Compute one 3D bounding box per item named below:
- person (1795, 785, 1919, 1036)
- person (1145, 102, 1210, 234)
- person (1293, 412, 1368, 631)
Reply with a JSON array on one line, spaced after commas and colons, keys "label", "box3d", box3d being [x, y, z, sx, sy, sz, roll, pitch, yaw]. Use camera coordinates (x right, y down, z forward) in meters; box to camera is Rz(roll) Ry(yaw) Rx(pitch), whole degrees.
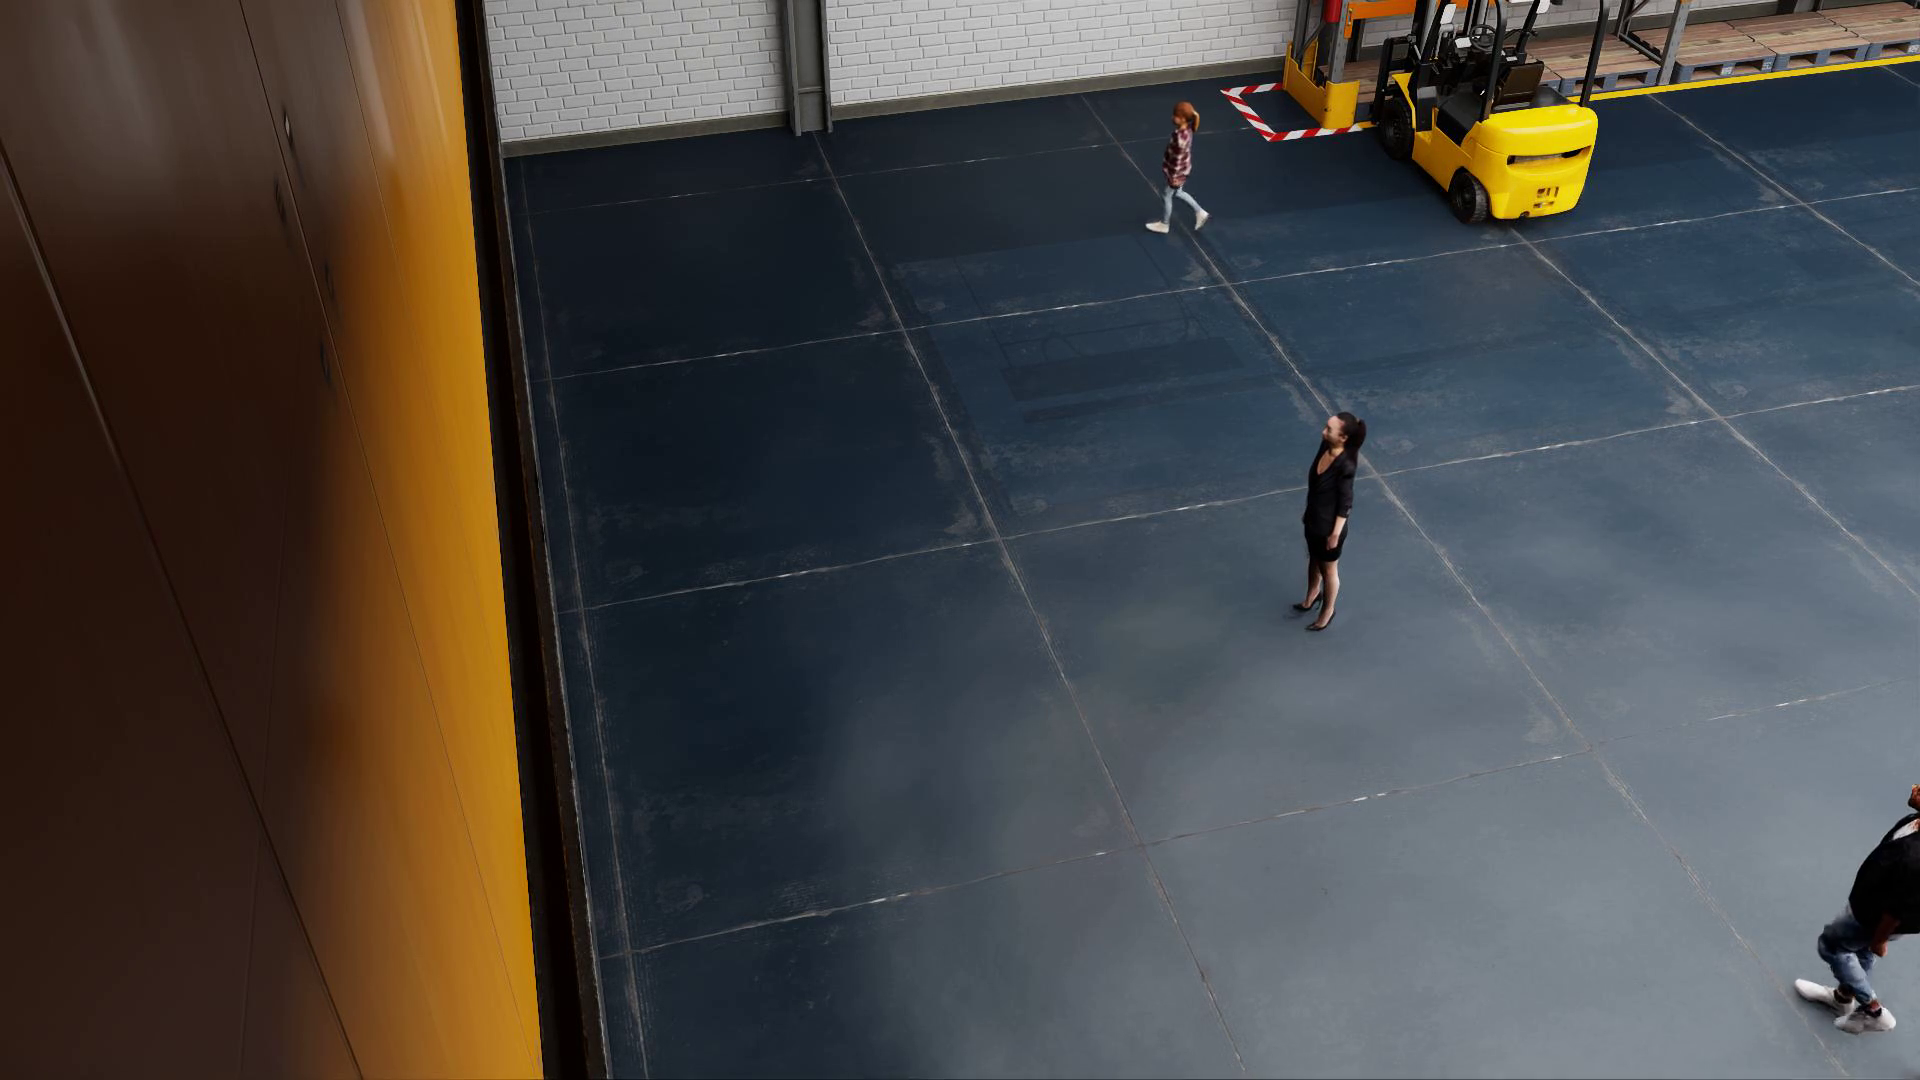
[{"label": "person", "box3d": [4.724, 1.851, 8.312, 0.918, 1.796, 0.843, 31, 48, 33]}, {"label": "person", "box3d": [2.058, -3.410, 15.303, 0.894, 1.294, 0.773, 10, 40, 13]}, {"label": "person", "box3d": [2.402, -0.118, 10.859, 0.529, 1.696, 0.603, -7, 39, -9]}]
